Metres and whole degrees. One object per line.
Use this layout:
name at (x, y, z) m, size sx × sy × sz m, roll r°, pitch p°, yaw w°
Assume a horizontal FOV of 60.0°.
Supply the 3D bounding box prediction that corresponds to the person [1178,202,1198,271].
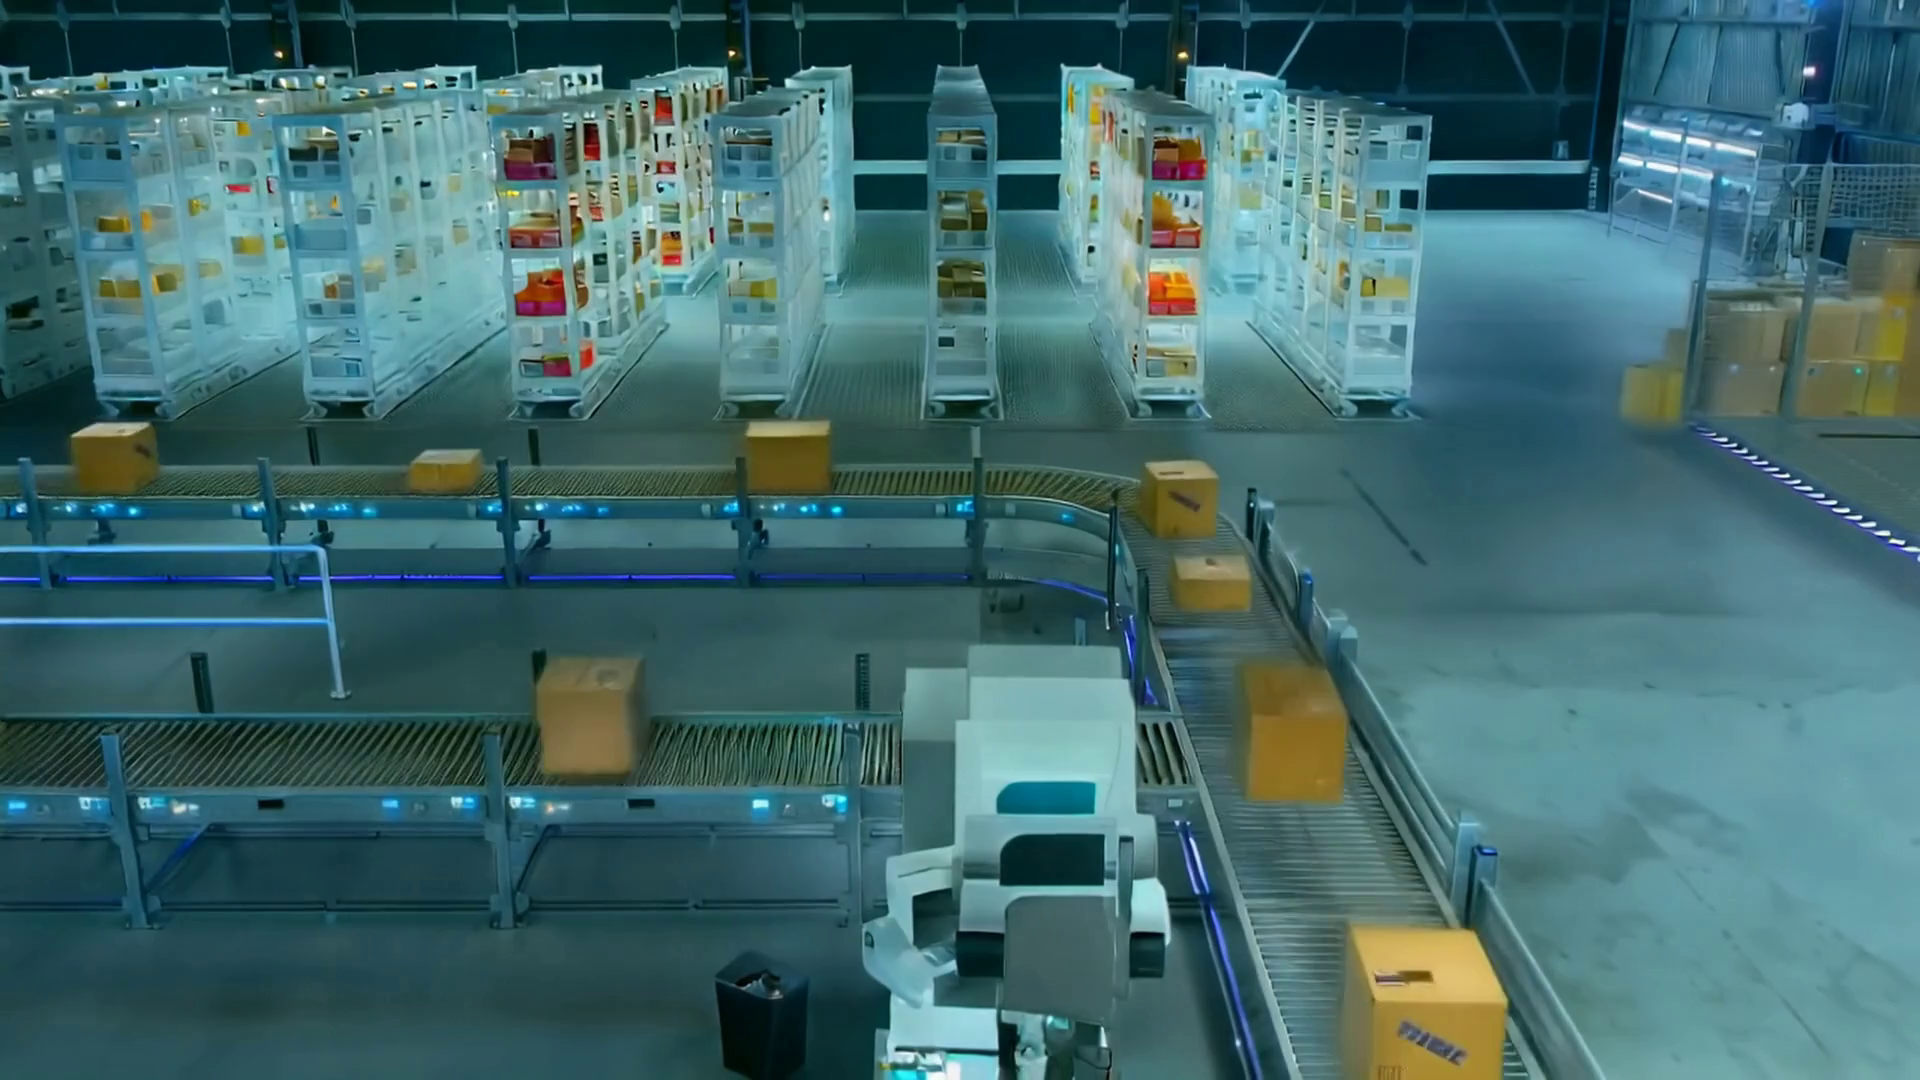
person at (3.422, -4.460, 26.434) m, size 0.854 × 1.808 × 0.602 m, roll -2°, pitch 18°, yaw -7°

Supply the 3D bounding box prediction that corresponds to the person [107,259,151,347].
person at (-10.844, -3.050, 21.905) m, size 0.624 × 1.933 × 0.596 m, roll -1°, pitch 18°, yaw -2°
